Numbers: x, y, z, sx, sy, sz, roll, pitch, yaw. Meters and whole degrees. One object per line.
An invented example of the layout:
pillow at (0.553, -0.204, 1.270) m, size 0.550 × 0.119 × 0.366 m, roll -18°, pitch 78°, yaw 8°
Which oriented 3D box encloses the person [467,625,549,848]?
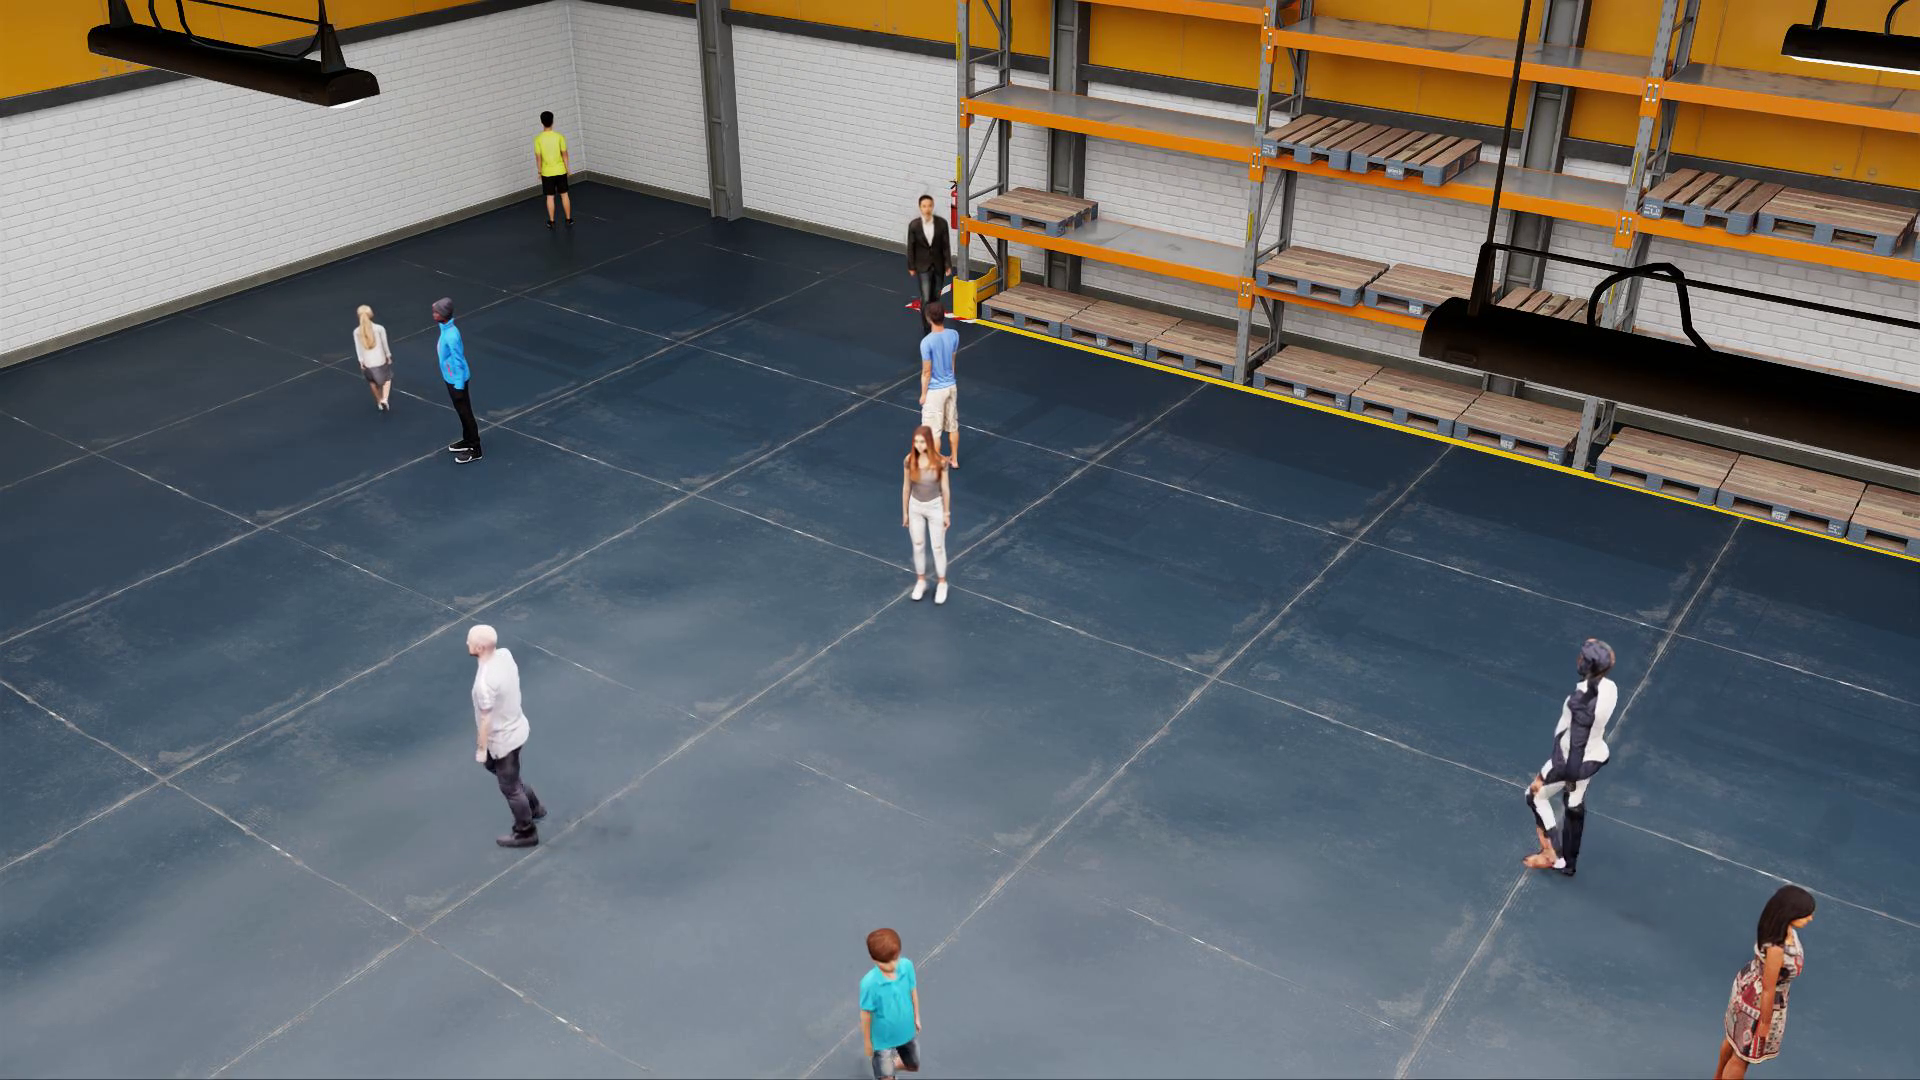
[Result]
person at (-3.152, 1.406, 11.815) m, size 0.849 × 1.820 × 0.810 m, roll -1°, pitch 29°, yaw -1°

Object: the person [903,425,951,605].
person at (-0.292, -0.254, 14.967) m, size 0.576 × 1.716 × 0.716 m, roll 6°, pitch 29°, yaw 11°

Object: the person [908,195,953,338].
person at (-0.376, -3.439, 20.739) m, size 1.107 × 1.780 × 1.179 m, roll -6°, pitch 29°, yaw -10°

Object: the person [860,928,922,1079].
person at (-0.434, 2.794, 9.668) m, size 0.660 × 1.438 × 0.766 m, roll -18°, pitch 34°, yaw -30°

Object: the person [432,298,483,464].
person at (-5.296, -1.697, 17.532) m, size 0.743 × 1.793 × 0.622 m, roll -14°, pitch 32°, yaw -24°

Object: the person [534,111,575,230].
person at (-5.992, -5.463, 24.523) m, size 0.700 × 1.709 × 0.733 m, roll -8°, pitch 30°, yaw -15°

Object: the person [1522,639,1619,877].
person at (4.323, 1.555, 11.482) m, size 0.747 × 1.878 × 0.716 m, roll -25°, pitch 37°, yaw -37°

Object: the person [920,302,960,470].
person at (-0.203, -1.564, 17.215) m, size 0.712 × 1.863 × 0.660 m, roll -23°, pitch 36°, yaw -36°

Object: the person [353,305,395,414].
person at (-6.563, -2.014, 18.663) m, size 0.748 × 1.265 × 0.821 m, roll -7°, pitch 29°, yaw -12°

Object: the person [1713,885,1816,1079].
person at (4.647, 2.671, 9.679) m, size 0.611 × 1.644 × 0.697 m, roll 11°, pitch 30°, yaw 19°
